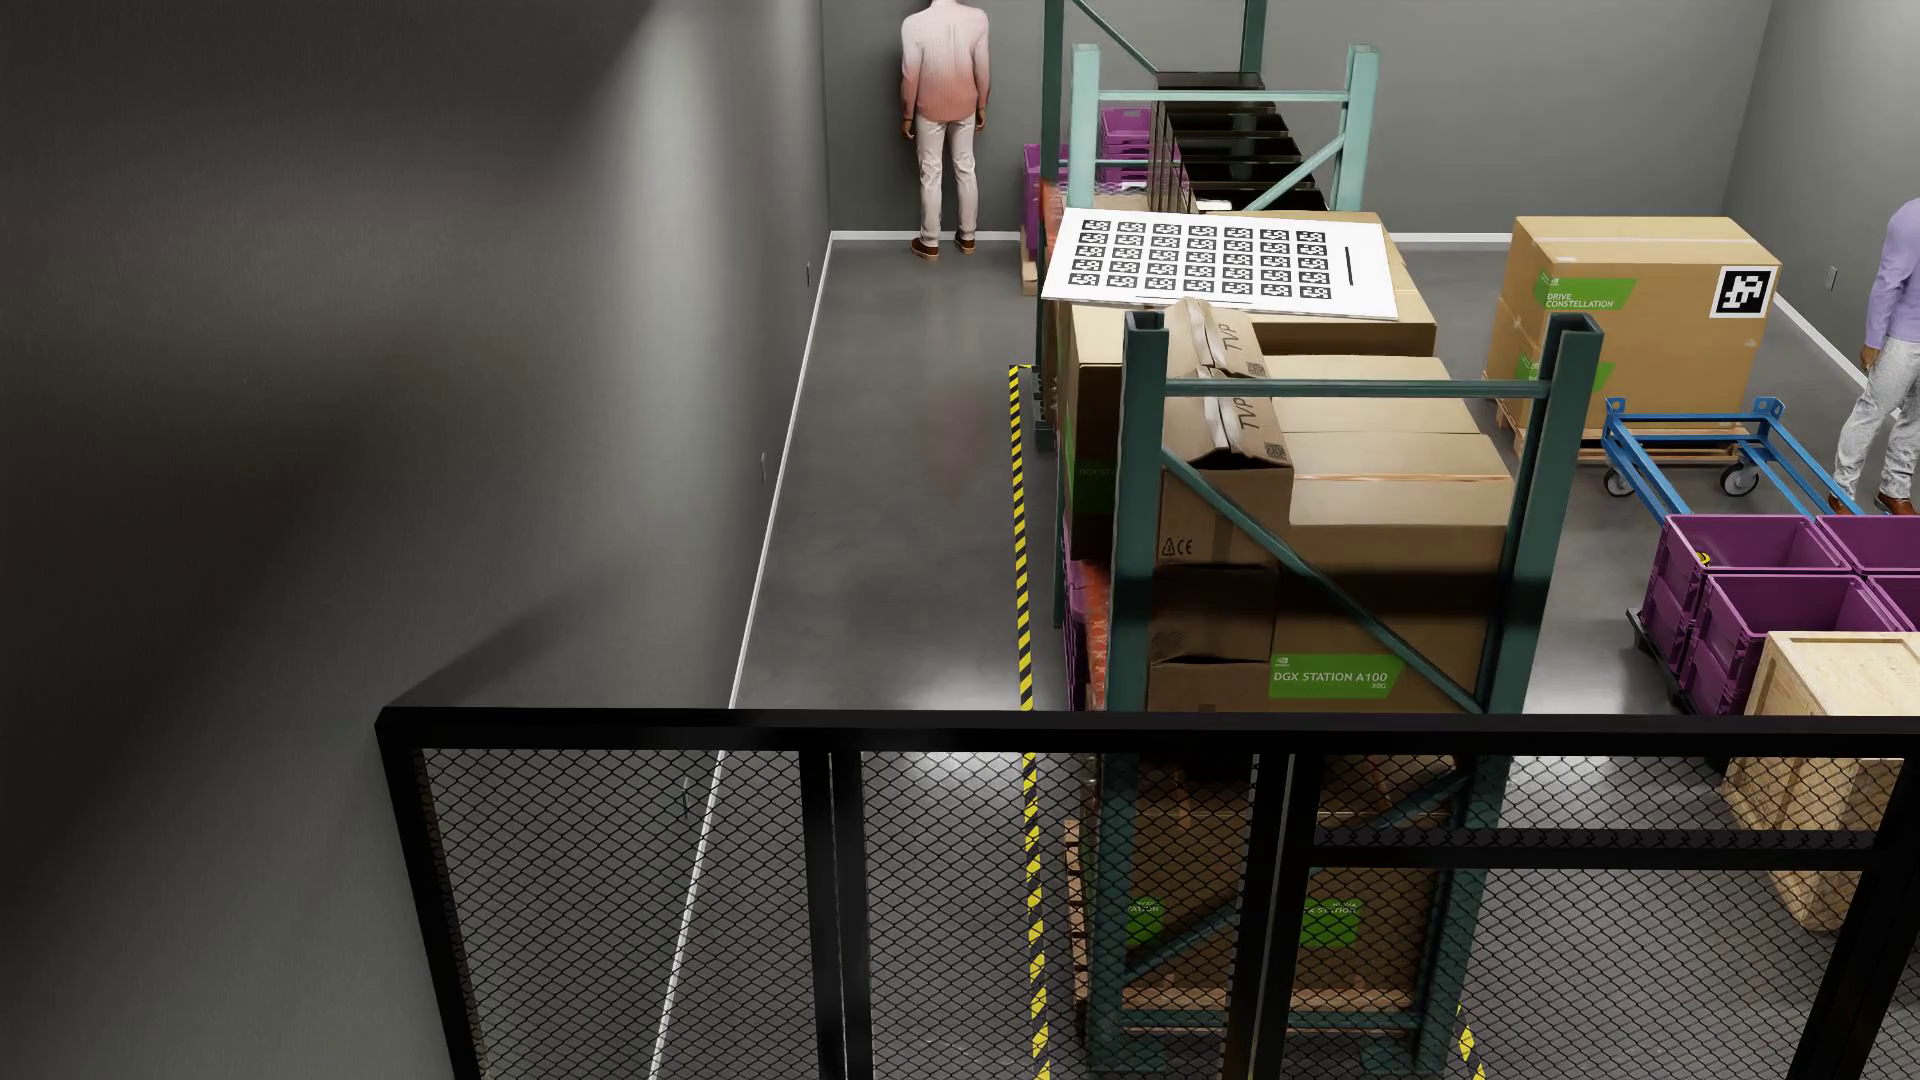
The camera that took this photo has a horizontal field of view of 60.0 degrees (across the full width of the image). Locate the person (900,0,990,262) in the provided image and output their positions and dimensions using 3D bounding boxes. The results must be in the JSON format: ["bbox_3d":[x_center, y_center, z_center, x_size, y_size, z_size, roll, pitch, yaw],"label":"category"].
[{"bbox_3d":[-0.103,-2.815,10.837,0.622,1.994,0.381,-13,33,-20],"label":"person"}]

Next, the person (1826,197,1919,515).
[{"bbox_3d":[4.531,-0.945,7.785,0.631,1.940,0.372,-1,31,-2],"label":"person"}]
